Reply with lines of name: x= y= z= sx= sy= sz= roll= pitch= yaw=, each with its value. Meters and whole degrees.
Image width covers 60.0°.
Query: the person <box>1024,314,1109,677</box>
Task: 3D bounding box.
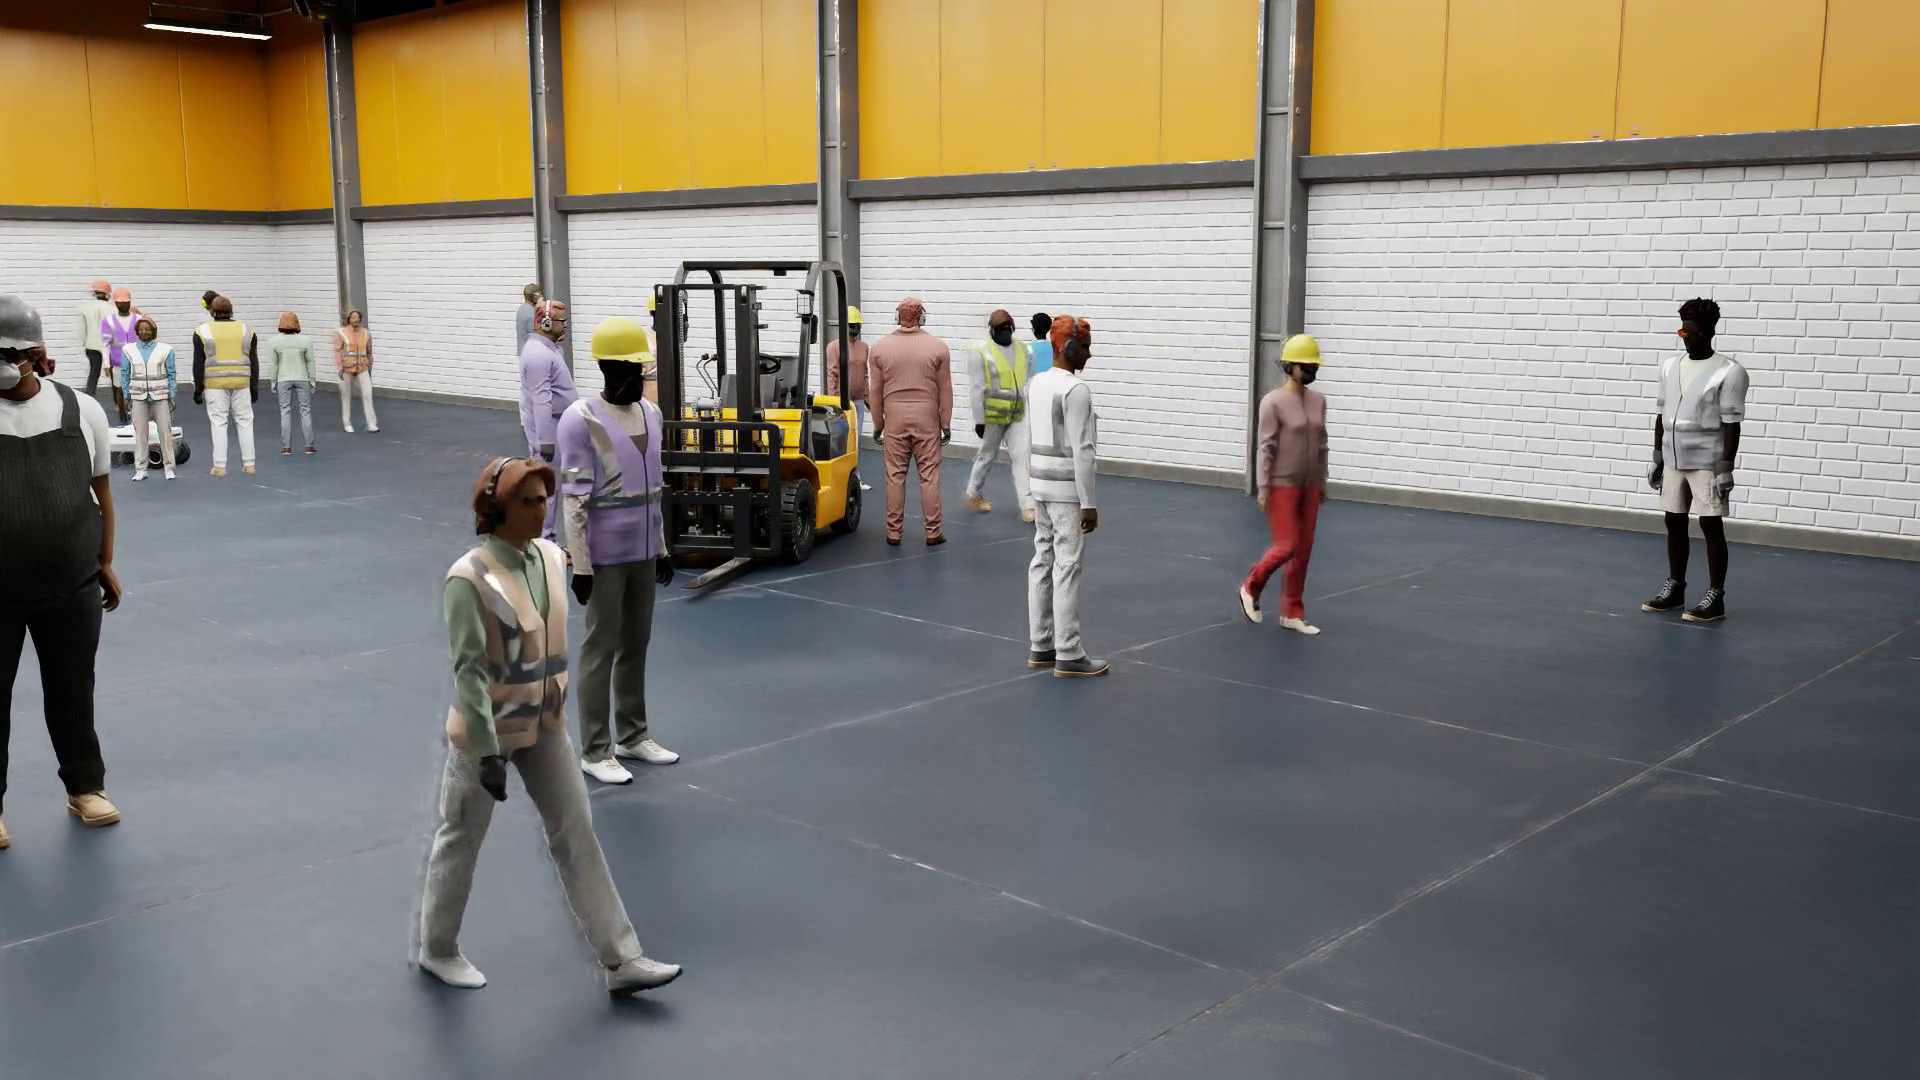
person: x=0.543 y=-0.230 z=8.696 sx=0.354 sy=1.887 sz=0.573 roll=-5 pitch=10 yaw=-26

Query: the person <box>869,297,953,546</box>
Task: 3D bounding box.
person: x=-0.367 y=-0.899 z=12.739 sx=0.639 sy=1.908 sz=0.409 roll=1 pitch=9 yaw=4

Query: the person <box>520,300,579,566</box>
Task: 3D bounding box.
person: x=-2.928 y=-0.763 z=11.936 sx=0.401 sy=1.899 sz=0.645 roll=-2 pitch=9 yaw=-11

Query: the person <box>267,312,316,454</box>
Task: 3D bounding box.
person: x=-7.646 y=-1.796 z=19.068 sx=0.500 sy=1.633 sz=0.279 roll=-4 pitch=10 yaw=-21

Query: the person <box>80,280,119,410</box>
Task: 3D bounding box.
person: x=-12.709 y=-2.857 z=24.597 sx=0.612 sy=1.965 sz=0.931 roll=-1 pitch=9 yaw=-6

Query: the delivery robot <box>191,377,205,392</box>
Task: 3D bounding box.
delivery robot: x=-11.817 y=-2.507 z=26.443 sx=0.477 sy=0.478 sz=0.707 roll=9 pitch=13 yaw=44

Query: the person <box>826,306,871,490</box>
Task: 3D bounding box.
person: x=-1.048 y=-1.336 z=15.843 sx=0.318 sy=1.769 sz=0.522 roll=9 pitch=13 yaw=43

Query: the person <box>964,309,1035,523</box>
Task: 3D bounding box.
person: x=0.317 y=-1.067 z=14.132 sx=0.631 sy=1.796 sz=0.944 roll=-6 pitch=11 yaw=-32

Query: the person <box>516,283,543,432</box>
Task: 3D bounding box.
person: x=-5.545 y=-2.348 z=21.528 sx=0.369 sy=1.936 sz=0.630 roll=-5 pitch=11 yaw=-30

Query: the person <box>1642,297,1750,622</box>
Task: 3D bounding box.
person: x=4.438 y=-0.483 z=10.054 sx=0.384 sy=1.958 sz=0.601 roll=-4 pitch=10 yaw=-24

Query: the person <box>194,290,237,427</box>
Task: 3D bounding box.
person: x=-9.796 y=-2.366 z=21.943 sx=0.517 sy=1.844 sz=0.432 roll=-9 pitch=13 yaw=-44

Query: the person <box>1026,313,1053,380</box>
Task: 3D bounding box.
person: x=0.812 y=-1.413 z=16.556 sx=0.536 sy=1.690 sz=0.321 roll=-3 pitch=10 yaw=-19

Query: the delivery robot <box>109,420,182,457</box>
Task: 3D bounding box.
delivery robot: x=-8.722 y=-1.096 z=17.788 sx=0.707 sy=0.478 sz=0.477 roll=0 pitch=9 yaw=3

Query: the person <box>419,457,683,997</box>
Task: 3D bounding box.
person: x=-1.252 y=0.557 z=4.776 sx=0.870 sy=1.589 sz=0.535 roll=4 pitch=10 yaw=25

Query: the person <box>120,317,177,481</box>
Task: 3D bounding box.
person: x=-8.145 y=-1.419 z=16.731 sx=0.514 sy=1.644 sz=0.307 roll=-3 pitch=10 yaw=-17

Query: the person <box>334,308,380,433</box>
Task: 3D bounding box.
person: x=-7.764 y=-2.163 z=21.407 sx=0.530 sy=1.607 sz=0.799 roll=-8 pitch=12 yaw=-40

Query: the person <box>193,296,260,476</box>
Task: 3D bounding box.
person: x=-7.546 y=-1.583 z=17.128 sx=0.636 sy=1.842 sz=0.429 roll=-7 pitch=11 yaw=-36

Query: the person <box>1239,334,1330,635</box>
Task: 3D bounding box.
person: x=1.923 y=-0.320 z=9.676 sx=0.525 sy=1.755 sz=0.413 roll=-7 pitch=12 yaw=-37

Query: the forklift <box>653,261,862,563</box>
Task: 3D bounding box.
forklift: x=-1.552 y=-1.040 z=12.721 sx=1.214 sy=2.155 sz=2.313 roll=2 pitch=9 yaw=11

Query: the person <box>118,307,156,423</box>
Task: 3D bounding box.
person: x=-11.356 y=-2.406 z=22.915 sx=0.521 sy=1.583 sz=0.865 roll=3 pitch=10 yaw=19

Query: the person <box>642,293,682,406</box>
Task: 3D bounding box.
person: x=-2.632 y=-1.230 z=14.703 sx=0.372 sy=1.925 sz=0.594 roll=7 pitch=11 yaw=35

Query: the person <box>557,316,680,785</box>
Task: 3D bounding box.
person: x=-1.400 y=0.036 z=6.936 sx=0.377 sy=1.925 sz=0.594 roll=5 pitch=10 yaw=27

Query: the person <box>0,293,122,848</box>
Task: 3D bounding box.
person: x=-3.449 y=0.105 z=6.168 sx=0.683 sy=2.000 sz=0.536 roll=-9 pitch=13 yaw=-43

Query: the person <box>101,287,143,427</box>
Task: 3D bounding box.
person: x=-10.877 y=-2.343 z=21.672 sx=0.560 sy=1.894 sz=0.991 roll=-6 pitch=11 yaw=-33
